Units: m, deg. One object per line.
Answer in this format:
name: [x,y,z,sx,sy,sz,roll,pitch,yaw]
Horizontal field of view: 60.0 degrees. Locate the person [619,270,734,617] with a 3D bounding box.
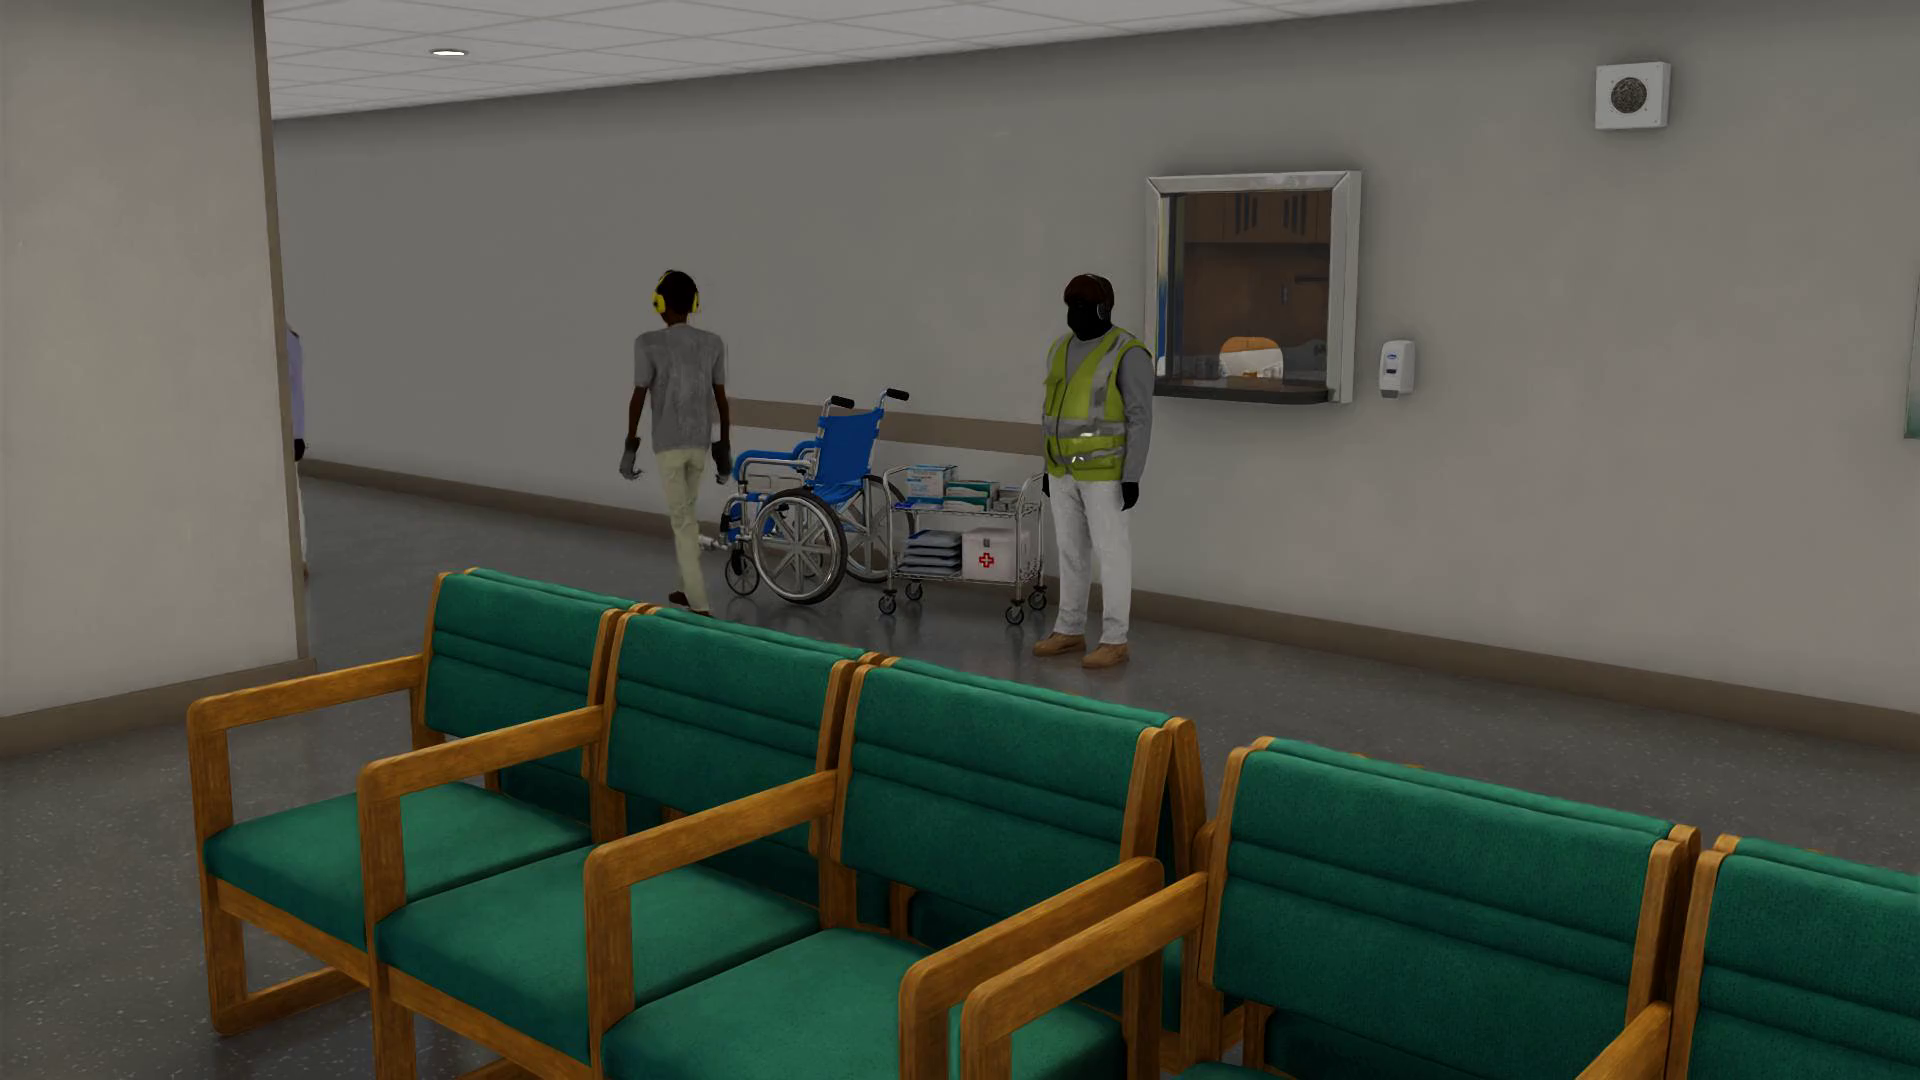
person: [-1.524,-0.478,8.716,0.516,1.842,0.804,-8,13,-39]

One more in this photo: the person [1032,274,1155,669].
person: [0.603,-0.322,7.820,0.429,1.840,0.637,-8,13,-40]
